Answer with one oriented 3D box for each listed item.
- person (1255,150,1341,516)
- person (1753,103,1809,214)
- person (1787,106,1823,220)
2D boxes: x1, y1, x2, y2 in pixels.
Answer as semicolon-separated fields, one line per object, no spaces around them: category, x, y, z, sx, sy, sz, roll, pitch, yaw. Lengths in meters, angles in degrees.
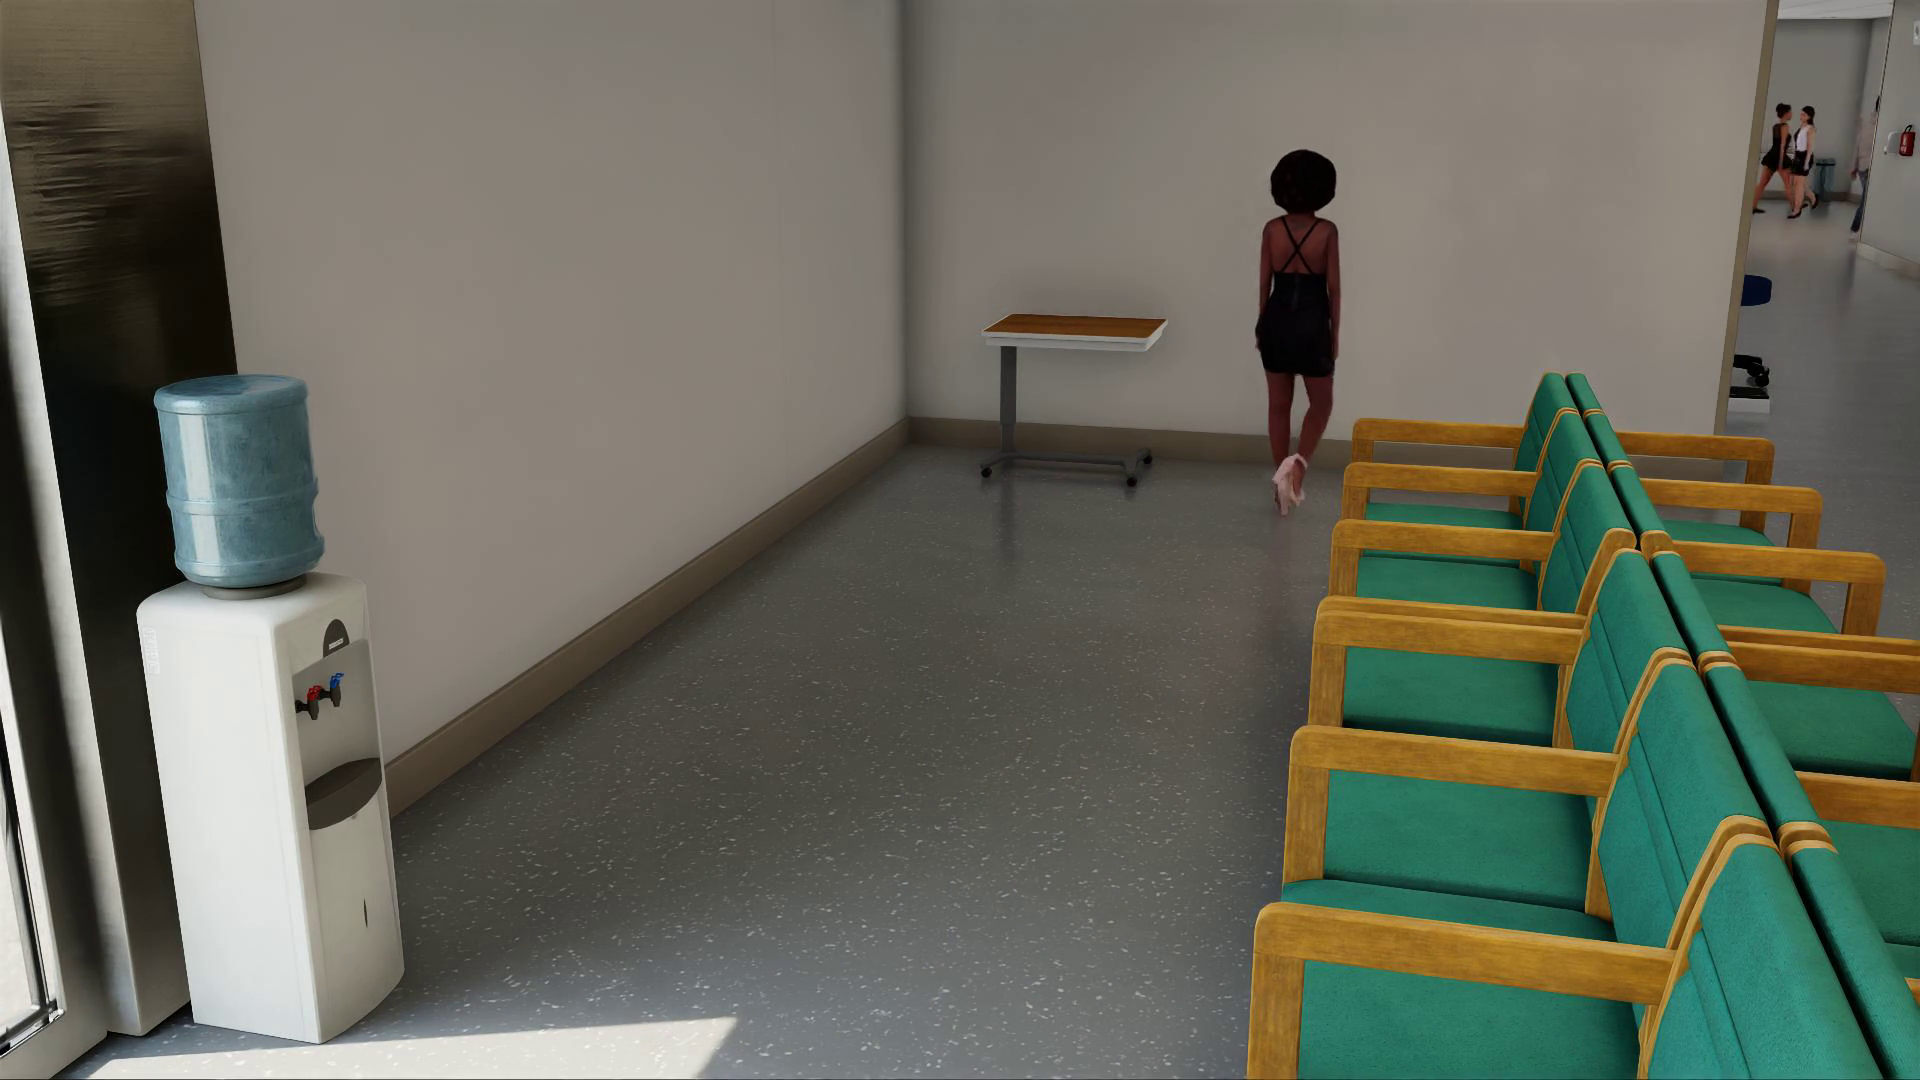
person;1.599;-0.945;7.968;0.813;1.777;0.706;7;17;23
person;12.351;-5.760;25.317;1.136;1.629;0.782;0;16;-1
person;12.620;-5.601;24.744;0.873;1.634;0.728;-2;16;-7
